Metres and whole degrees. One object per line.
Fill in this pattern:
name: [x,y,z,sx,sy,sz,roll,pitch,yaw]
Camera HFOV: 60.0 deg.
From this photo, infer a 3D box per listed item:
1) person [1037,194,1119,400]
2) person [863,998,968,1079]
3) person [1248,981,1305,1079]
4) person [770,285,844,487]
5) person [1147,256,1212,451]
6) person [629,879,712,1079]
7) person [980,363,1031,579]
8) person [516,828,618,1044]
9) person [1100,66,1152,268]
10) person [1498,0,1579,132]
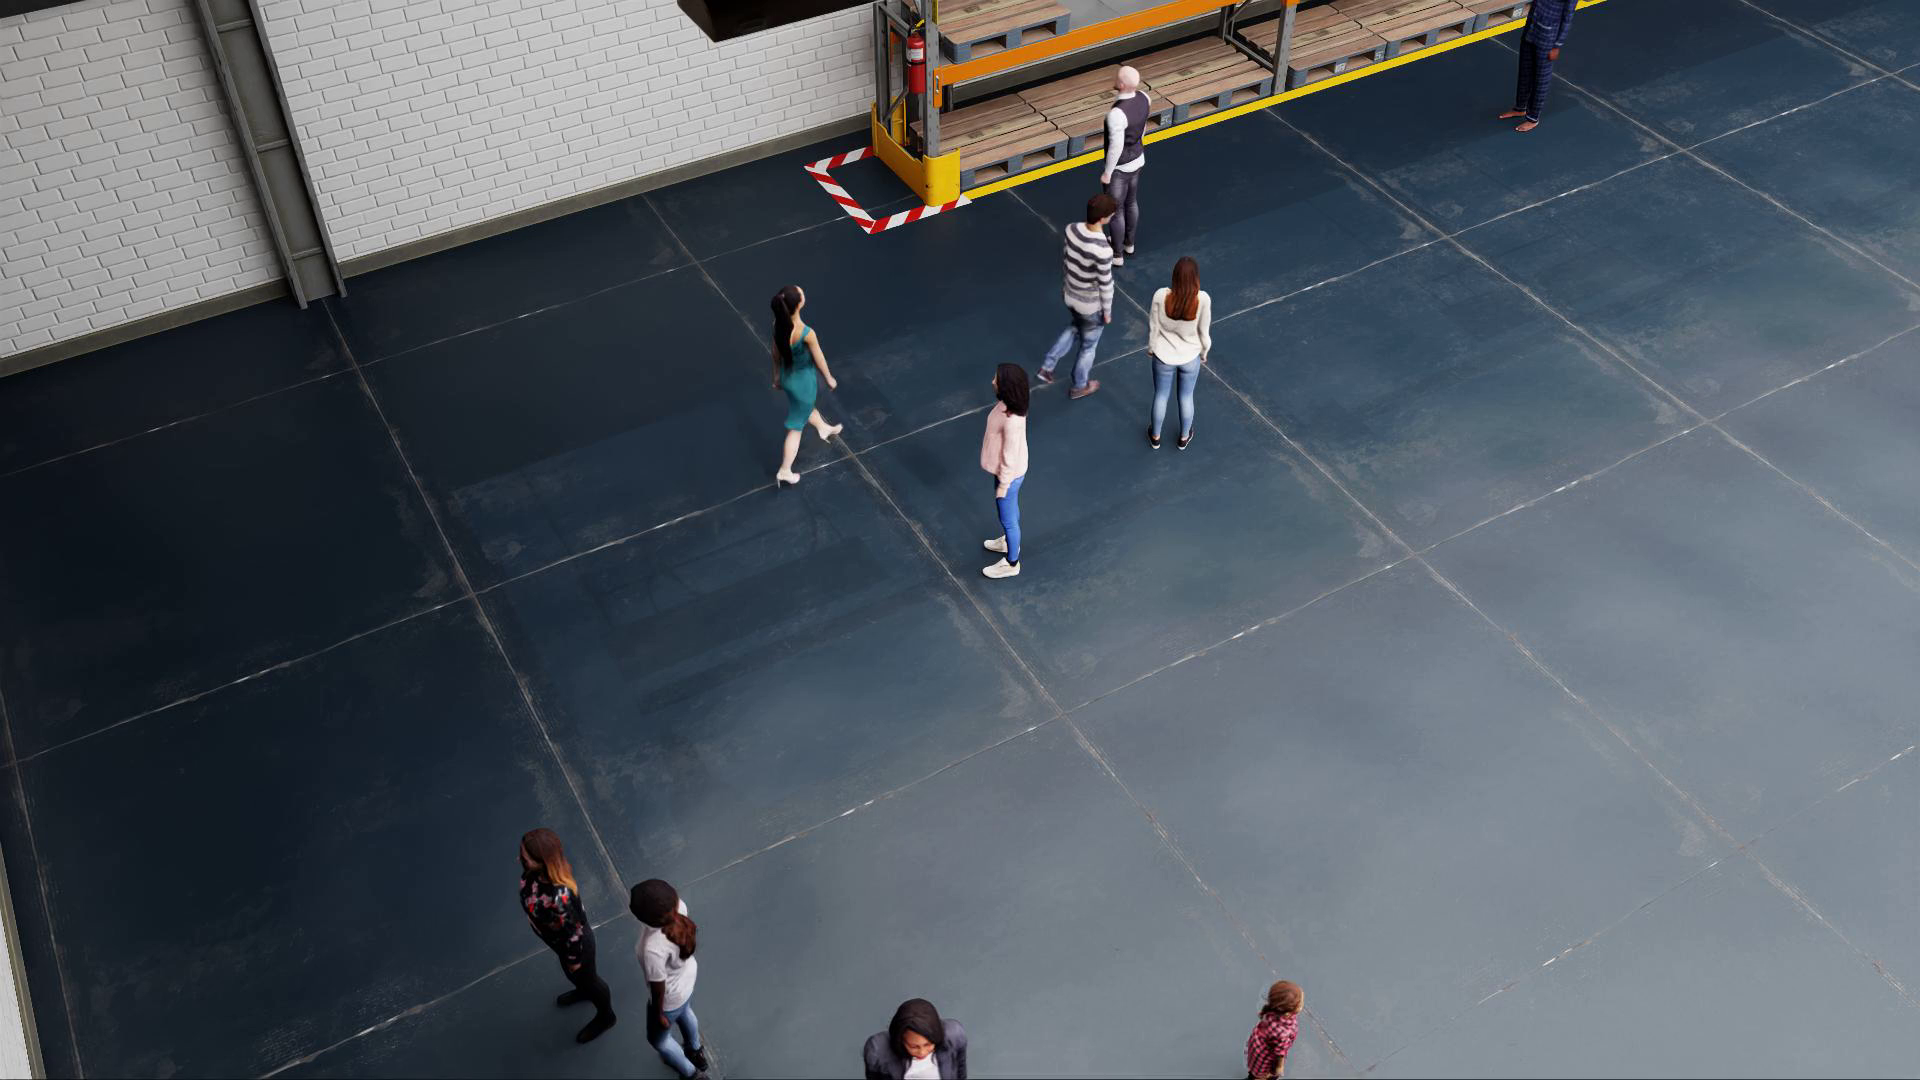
person: [0.882,-1.780,12.612,0.788,1.828,0.700,-30,51,-28]
person: [-0.196,2.719,8.057,0.682,1.597,0.792,-10,44,-10]
person: [1.606,2.589,8.611,0.530,1.020,0.498,0,44,0]
person: [-1.217,-1.064,11.989,0.749,1.649,1.046,33,52,30]
person: [1.609,-1.373,12.285,0.680,1.689,0.763,6,44,6]
person: [-1.441,2.248,8.462,0.725,1.720,0.683,4,44,4]
person: [0.328,-0.478,11.287,0.737,1.769,0.731,2,44,2]
person: [-2.053,2.045,8.701,0.489,1.683,0.571,-21,48,-21]
person: [1.373,-3.166,14.070,0.836,1.823,0.696,26,49,24]
person: [5.537,-4.785,15.767,0.638,1.826,0.693,-16,46,-16]
